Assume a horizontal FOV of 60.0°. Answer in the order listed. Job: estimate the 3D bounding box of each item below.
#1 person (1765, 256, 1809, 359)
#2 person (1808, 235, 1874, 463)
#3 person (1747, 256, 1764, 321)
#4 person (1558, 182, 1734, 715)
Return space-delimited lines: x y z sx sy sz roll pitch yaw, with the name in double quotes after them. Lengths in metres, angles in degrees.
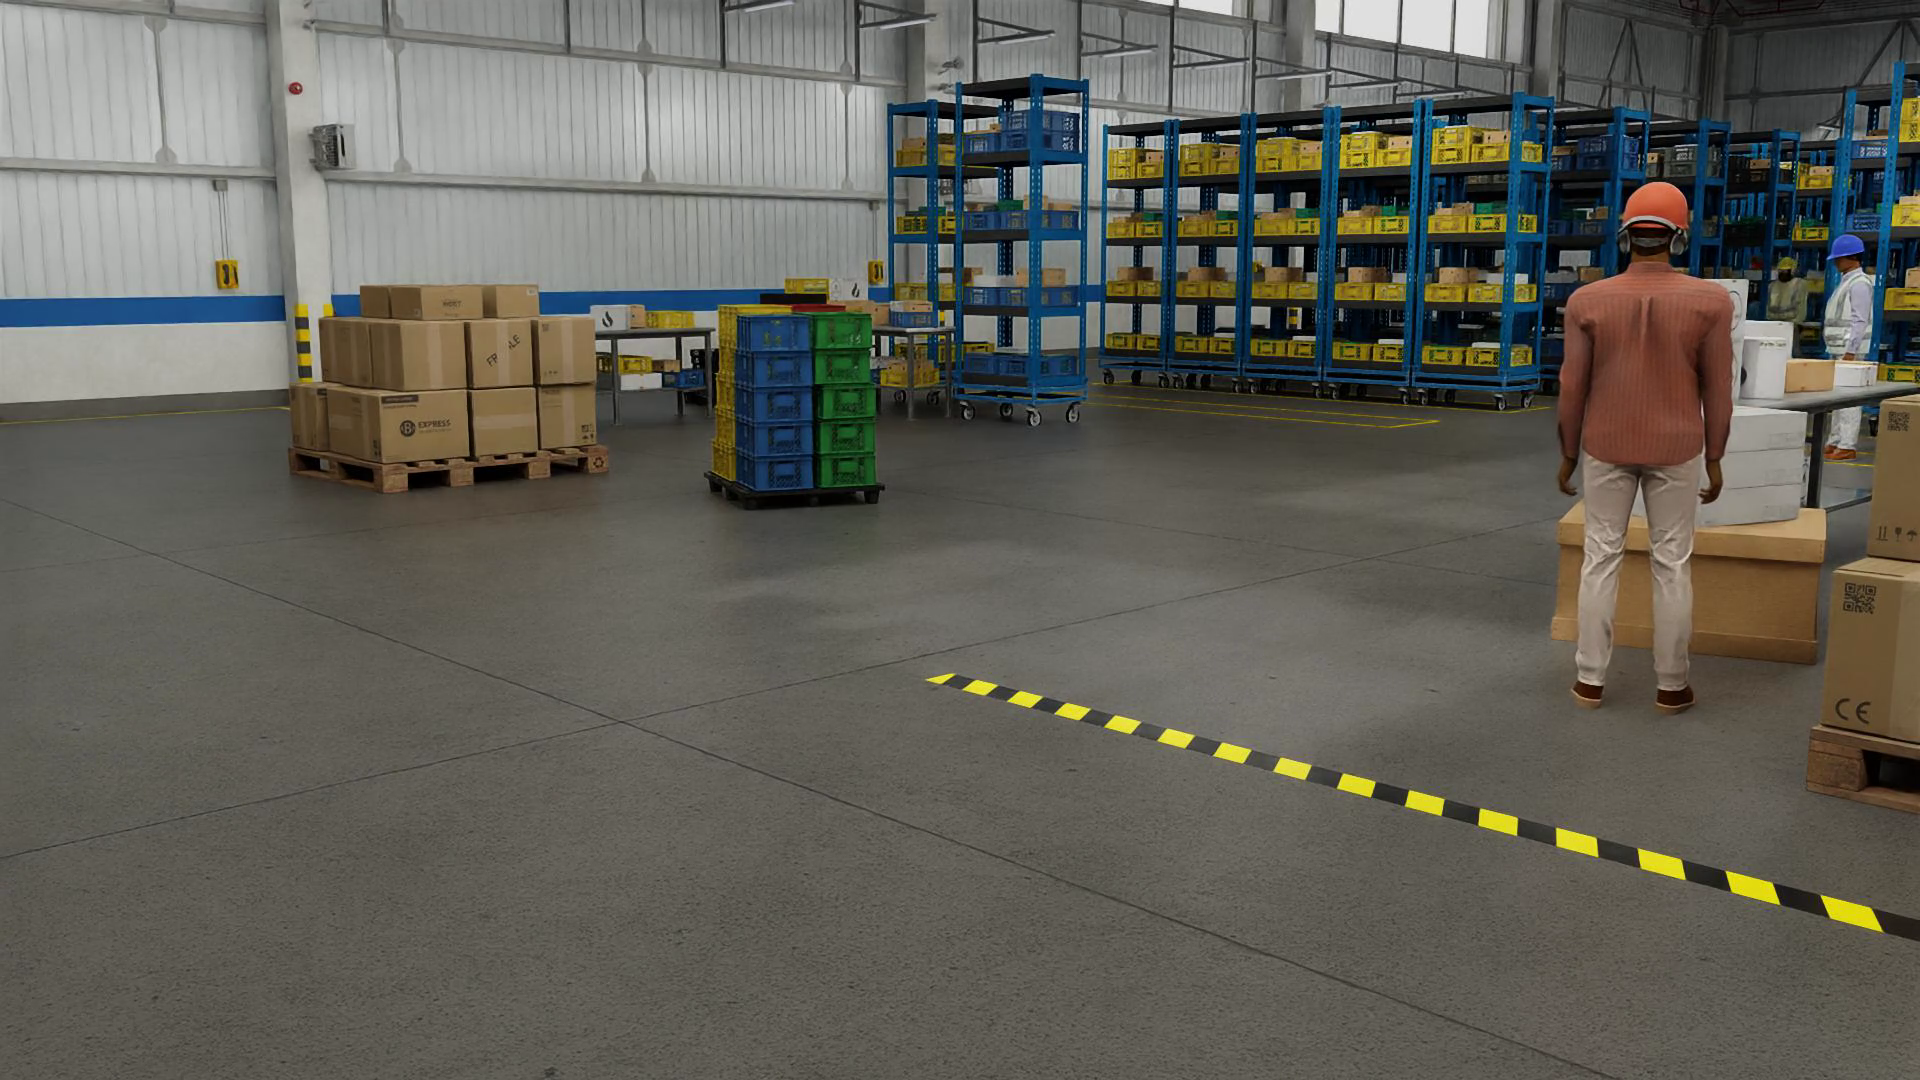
11.611 -3.074 23.347 0.830 1.807 0.600 -8 12 -40 "person"
7.571 -1.629 14.233 0.397 1.939 0.602 3 10 15 "person"
12.412 -3.539 26.104 0.955 1.795 0.592 8 12 40 "person"
2.576 -0.336 6.286 0.609 1.996 0.379 4 10 25 "person"
